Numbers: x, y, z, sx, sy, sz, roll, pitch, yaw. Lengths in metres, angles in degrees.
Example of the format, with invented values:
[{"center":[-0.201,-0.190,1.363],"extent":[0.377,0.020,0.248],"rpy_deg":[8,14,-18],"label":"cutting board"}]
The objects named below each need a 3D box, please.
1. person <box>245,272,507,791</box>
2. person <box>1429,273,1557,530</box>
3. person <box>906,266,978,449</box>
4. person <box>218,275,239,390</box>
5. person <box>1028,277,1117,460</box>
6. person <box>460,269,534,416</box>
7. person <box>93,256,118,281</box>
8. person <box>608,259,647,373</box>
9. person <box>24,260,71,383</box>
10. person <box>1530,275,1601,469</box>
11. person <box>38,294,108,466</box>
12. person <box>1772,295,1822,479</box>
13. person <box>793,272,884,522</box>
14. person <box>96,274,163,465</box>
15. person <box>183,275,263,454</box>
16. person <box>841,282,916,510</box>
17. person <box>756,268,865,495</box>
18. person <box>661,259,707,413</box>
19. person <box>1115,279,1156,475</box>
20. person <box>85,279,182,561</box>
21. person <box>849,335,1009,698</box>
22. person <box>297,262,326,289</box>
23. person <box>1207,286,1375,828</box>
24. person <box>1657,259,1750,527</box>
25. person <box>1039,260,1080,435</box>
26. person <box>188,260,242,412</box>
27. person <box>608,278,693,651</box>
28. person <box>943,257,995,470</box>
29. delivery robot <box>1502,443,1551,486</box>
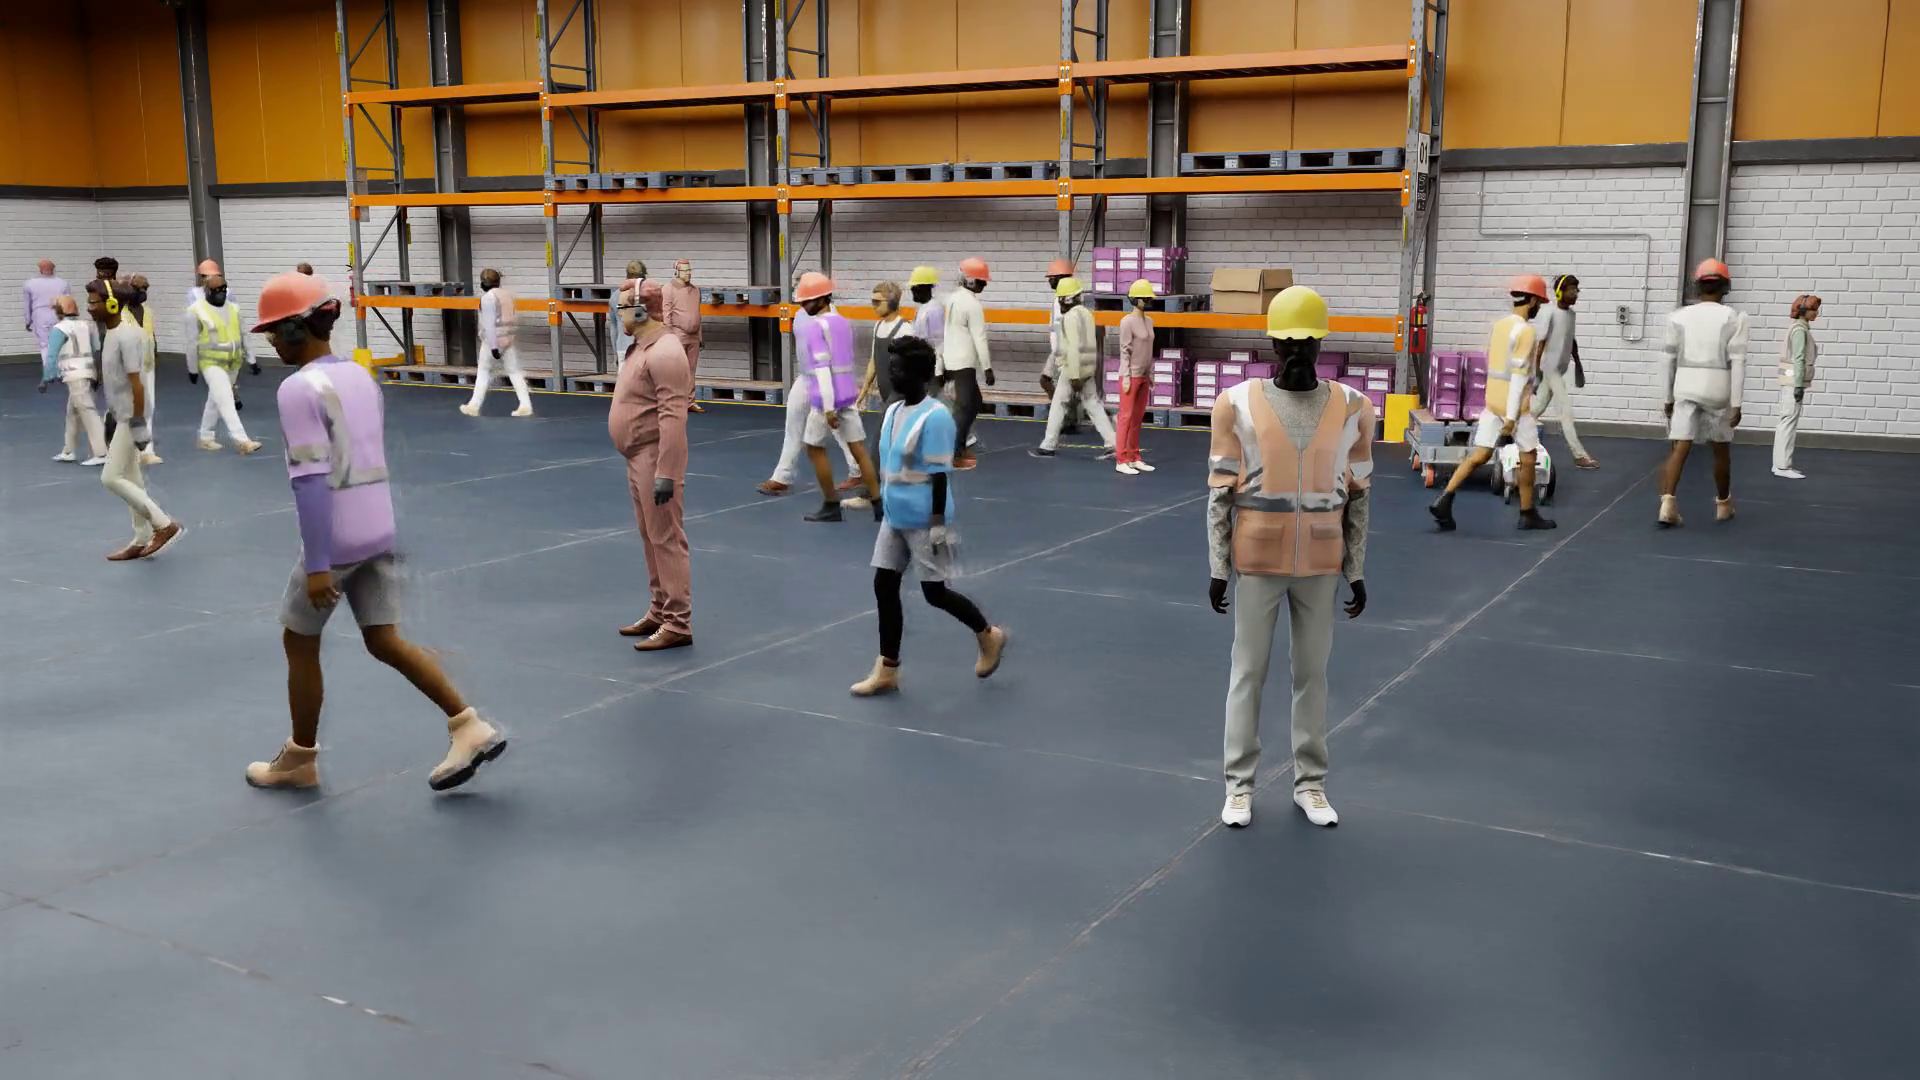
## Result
[{"center":[-2.235,-0.007,6.228],"extent":[0.967,1.990,0.660],"rpy_deg":[2,10,11],"label":"person"},{"center":[3.880,-0.980,12.015],"extent":[0.953,1.893,0.562],"rpy_deg":[-2,10,-13],"label":"person"},{"center":[-0.270,-1.759,16.422],"extent":[0.983,1.883,0.600],"rpy_deg":[-2,10,-9],"label":"person"},{"center":[-10.547,-2.952,23.705],"extent":[0.524,1.678,0.558],"rpy_deg":[6,12,31],"label":"person"},{"center":[1.152,-1.650,16.113],"extent":[0.955,1.772,0.594],"rpy_deg":[5,11,26],"label":"person"},{"center":[-5.644,-2.394,20.261],"extent":[0.949,1.799,0.626],"rpy_deg":[3,11,18],"label":"person"},{"center":[-9.927,-2.359,19.628],"extent":[0.401,1.952,0.619],"rpy_deg":[-6,12,-30],"label":"person"},{"center":[-3.377,-1.943,17.297],"extent":[0.628,1.937,0.369],"rpy_deg":[7,12,35],"label":"person"},{"center":[-13.885,-3.326,25.357],"extent":[0.650,1.858,0.991],"rpy_deg":[-6,12,-29],"label":"person"},{"center":[5.611,-1.590,15.707],"extent":[0.990,1.813,0.628],"rpy_deg":[10,14,44],"label":"person"},{"center":[-8.391,-1.497,15.659],"extent":[0.738,1.603,0.539],"rpy_deg":[0,10,2],"label":"person"},{"center":[7.495,-1.373,14.911],"extent":[0.312,1.636,0.518],"rpy_deg":[4,11,23],"label":"person"},{"center":[-0.870,-1.049,12.425],"extent":[0.617,1.885,0.677],"rpy_deg":[7,12,35],"label":"person"},{"center":[-7.948,-1.622,15.837],"extent":[0.725,1.812,0.646],"rpy_deg":[4,11,23],"label":"person"},{"center":[-7.391,-1.749,16.657],"extent":[0.997,1.784,0.609],"rpy_deg":[5,11,24],"label":"person"},{"center":[-0.509,-1.151,13.228],"extent":[0.945,1.797,0.496],"rpy_deg":[-5,11,-26],"label":"person"},{"center":[-1.202,-1.313,13.878],"extent":[1.022,1.893,0.631],"rpy_deg":[-8,13,-39],"label":"person"},{"center":[-3.401,-2.502,20.543],"extent":[0.410,1.909,0.643],"rpy_deg":[7,12,34],"label":"person"},{"center":[1.630,-1.488,15.198],"extent":[0.329,1.769,0.526],"rpy_deg":[7,12,34],"label":"person"},{"center":[-5.477,-0.772,10.901],"extent":[0.396,1.858,0.532],"rpy_deg":[-6,12,-30],"label":"person"},{"center":[-0.144,-0.115,7.684],"extent":[0.739,1.669,0.534],"rpy_deg":[-6,12,-32],"label":"person"},{"center":[-9.761,-3.236,24.924],"extent":[0.595,1.849,0.515],"rpy_deg":[-9,13,-41],"label":"person"},{"center":[1.172,0.070,5.922],"extent":[0.588,1.927,0.365],"rpy_deg":[0,10,-1],"label":"person"},{"center":[5.495,-1.083,12.321],"extent":[0.615,1.989,1.022],"rpy_deg":[9,13,40],"label":"person"},{"center":[1.104,-2.100,18.233],"extent":[0.508,1.914,0.569],"rpy_deg":[3,10,17],"label":"person"},{"center":[-9.296,-2.534,20.762],"extent":[0.573,1.885,0.973],"rpy_deg":[-7,12,-34],"label":"person"},{"center":[-1.603,-0.388,8.578],"extent":[0.402,1.904,0.652],"rpy_deg":[-4,11,-22],"label":"person"},{"center":[0.082,-1.615,15.353],"extent":[0.545,1.965,0.627],"rpy_deg":[-4,11,-20],"label":"person"},{"center":[4.608,-0.636,13.538],"extent":[0.477,0.478,0.707],"rpy_deg":[3,10,15],"label":"delivery robot"}]
